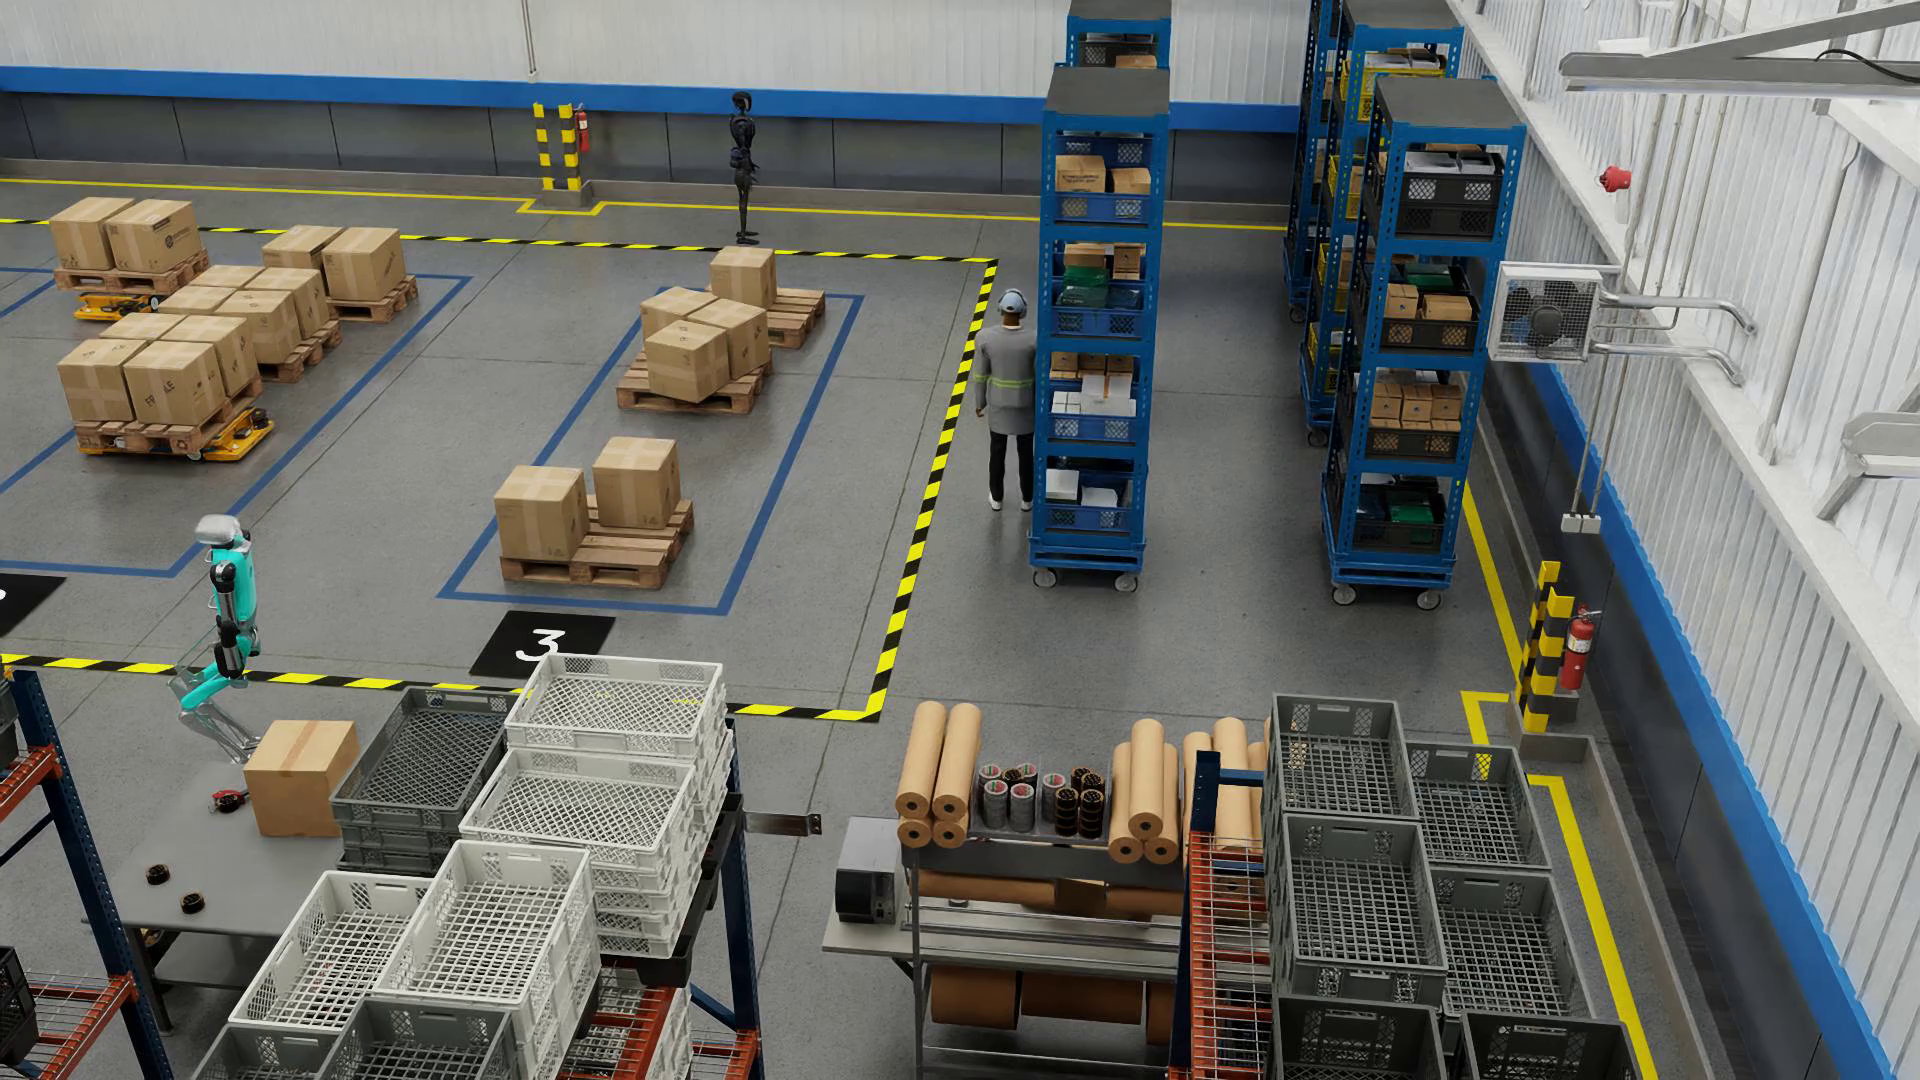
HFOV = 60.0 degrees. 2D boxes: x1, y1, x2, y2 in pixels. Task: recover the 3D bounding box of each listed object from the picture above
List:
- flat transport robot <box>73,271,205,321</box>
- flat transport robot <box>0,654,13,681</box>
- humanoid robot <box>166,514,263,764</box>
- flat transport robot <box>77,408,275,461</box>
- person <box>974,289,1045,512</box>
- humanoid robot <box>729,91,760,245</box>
[{"bbox_3d":[-8.446,-2.620,17.147,0.652,0.197,1.431,3,30,6],"label":"flat transport robot"},{"bbox_3d":[-7.142,0.969,11.010,1.431,0.231,0.659,3,30,6],"label":"flat transport robot"},{"bbox_3d":[-4.517,0.631,10.002,0.735,1.671,0.533,-5,31,-8],"label":"humanoid robot"},{"bbox_3d":[-6.728,-0.944,14.268,1.431,0.197,0.652,3,30,6],"label":"flat transport robot"},{"bbox_3d":[0.404,-1.087,12.967,0.587,1.853,0.391,4,30,7],"label":"person"},{"bbox_3d":[-2.373,-4.121,18.337,0.315,1.657,0.599,-2,30,-3],"label":"humanoid robot"}]
